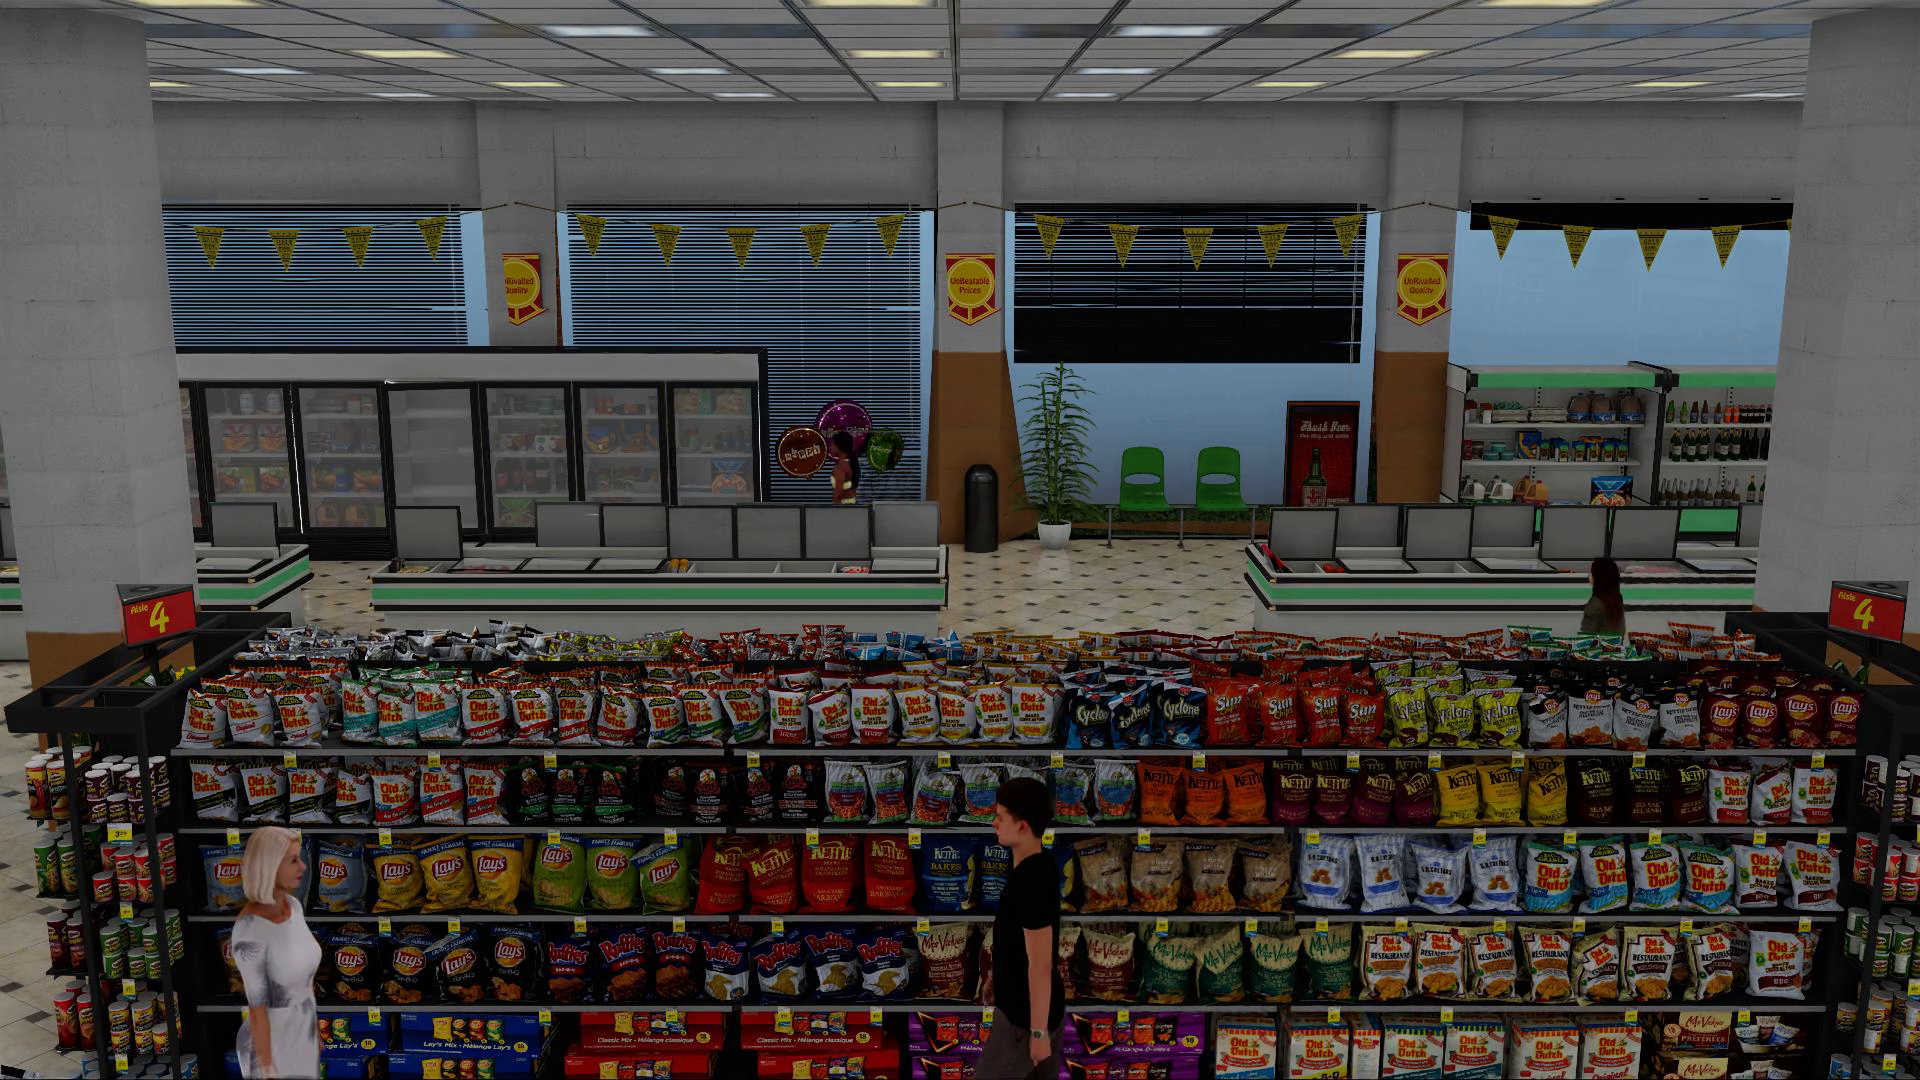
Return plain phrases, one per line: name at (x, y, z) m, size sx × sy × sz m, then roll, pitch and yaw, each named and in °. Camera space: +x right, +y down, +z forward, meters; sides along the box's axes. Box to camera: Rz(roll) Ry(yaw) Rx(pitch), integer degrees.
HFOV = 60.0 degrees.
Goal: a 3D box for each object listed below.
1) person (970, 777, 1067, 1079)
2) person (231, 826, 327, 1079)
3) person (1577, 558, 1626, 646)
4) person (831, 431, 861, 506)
person at (0.347, 1.819, 6.466) m, size 0.724 × 1.845 × 0.686 m, roll 1°, pitch 12°, yaw 3°
person at (-2.569, 1.913, 6.252) m, size 0.516 × 1.749 × 0.568 m, roll 0°, pitch 12°, yaw 2°
person at (4.641, 0.879, 11.924) m, size 1.057 × 1.435 × 0.967 m, roll 10°, pitch 16°, yaw 40°
person at (-1.031, -0.197, 16.291) m, size 0.825 × 1.742 × 0.716 m, roll 5°, pitch 13°, yaw 21°
